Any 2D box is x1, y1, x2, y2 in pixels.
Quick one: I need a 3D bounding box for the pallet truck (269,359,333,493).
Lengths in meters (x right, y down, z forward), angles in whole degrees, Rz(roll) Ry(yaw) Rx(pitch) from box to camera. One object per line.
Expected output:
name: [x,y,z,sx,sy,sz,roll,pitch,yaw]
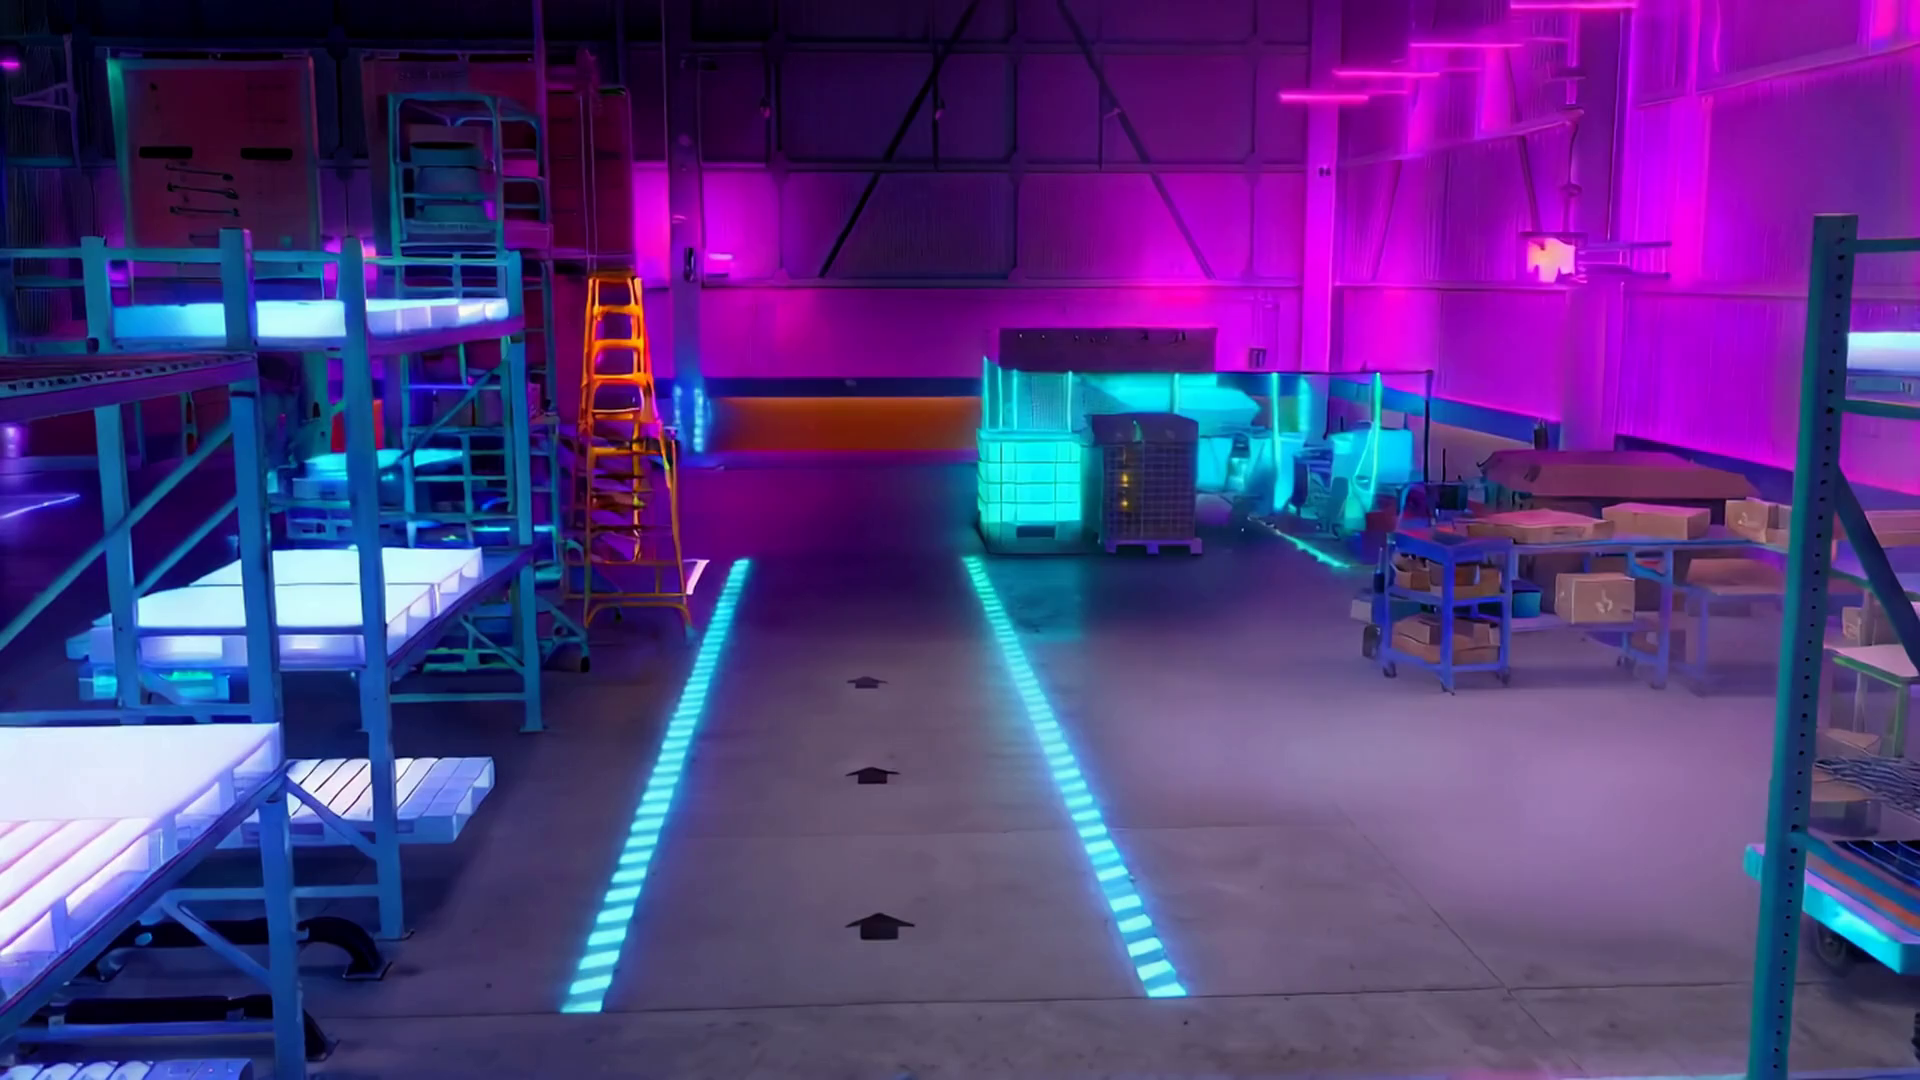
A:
pallet truck: [-7.062,-1.131,18.996,1.885,1.965,0.823,2,9,13]
